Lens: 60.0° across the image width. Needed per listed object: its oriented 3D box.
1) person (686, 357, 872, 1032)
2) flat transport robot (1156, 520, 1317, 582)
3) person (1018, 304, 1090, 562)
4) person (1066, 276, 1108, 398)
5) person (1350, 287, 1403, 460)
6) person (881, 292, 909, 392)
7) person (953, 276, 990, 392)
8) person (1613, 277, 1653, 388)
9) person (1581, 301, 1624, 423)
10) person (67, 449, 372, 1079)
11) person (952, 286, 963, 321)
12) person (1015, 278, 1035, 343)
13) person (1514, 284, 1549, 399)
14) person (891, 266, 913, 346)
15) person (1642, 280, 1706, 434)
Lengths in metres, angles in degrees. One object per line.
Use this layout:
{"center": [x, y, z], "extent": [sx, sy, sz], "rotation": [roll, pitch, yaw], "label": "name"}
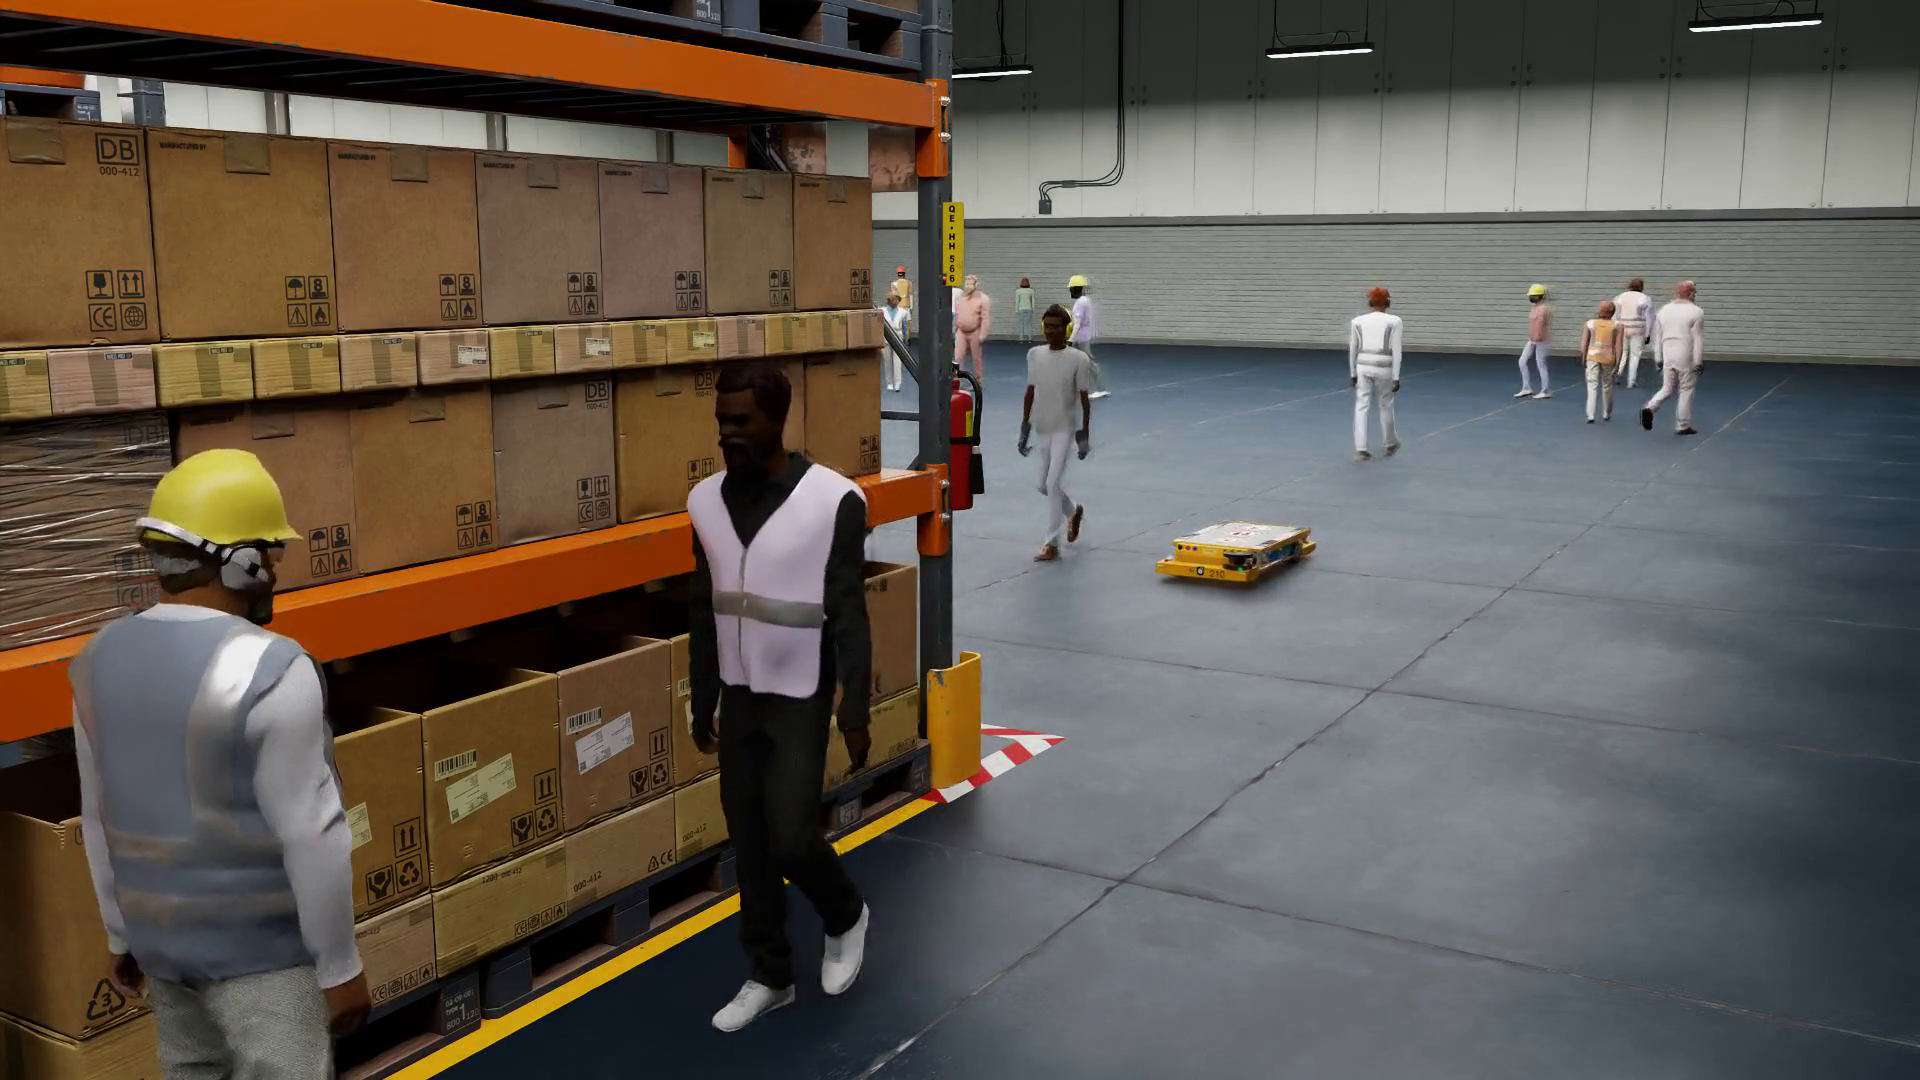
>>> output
{"center": [-0.515, 0.438, 4.669], "extent": [0.620, 1.901, 0.456], "rotation": [6, 11, 32], "label": "person"}
{"center": [1.959, 0.060, 11.660], "extent": [0.652, 0.197, 1.431], "rotation": [6, 11, 30], "label": "flat transport robot"}
{"center": [0.721, -0.797, 12.095], "extent": [0.529, 1.844, 0.767], "rotation": [7, 12, 35], "label": "person"}
{"center": [1.828, -3.108, 25.527], "extent": [0.984, 1.878, 0.607], "rotation": [0, 10, -1], "label": "person"}
{"center": [4.511, -1.798, 17.962], "extent": [0.601, 1.830, 0.982], "rotation": [6, 11, 31], "label": "person"}
{"center": [-1.081, -3.206, 26.925], "extent": [0.515, 1.602, 0.791], "rotation": [-1, 10, -4], "label": "person"}
{"center": [0.120, -3.258, 26.445], "extent": [0.654, 1.853, 0.981], "rotation": [4, 11, 23], "label": "person"}
{"center": [11.097, -3.416, 27.453], "extent": [0.651, 1.831, 0.446], "rotation": [9, 13, 43], "label": "person"}
{"center": [8.438, -2.344, 21.881], "extent": [0.517, 1.594, 0.877], "rotation": [4, 11, 23], "label": "person"}
{"center": [-1.391, 0.737, 3.186], "extent": [0.619, 1.825, 0.403], "rotation": [5, 11, 27], "label": "person"}
{"center": [-0.134, -5.102, 37.517], "extent": [0.533, 1.767, 0.326], "rotation": [3, 10, 19], "label": "person"}
{"center": [1.632, -5.743, 41.650], "extent": [0.499, 1.633, 0.286], "rotation": [-1, 10, -5], "label": "person"}
{"center": [8.762, -3.024, 25.416], "extent": [0.622, 1.747, 0.535], "rotation": [-1, 10, -4], "label": "person"}
{"center": [-1.409, -5.645, 40.222], "extent": [0.543, 1.927, 0.375], "rotation": [-2, 10, -11], "label": "person"}
{"center": [8.726, -2.210, 20.239], "extent": [0.654, 1.890, 0.654], "rotation": [-5, 11, -27], "label": "person"}
